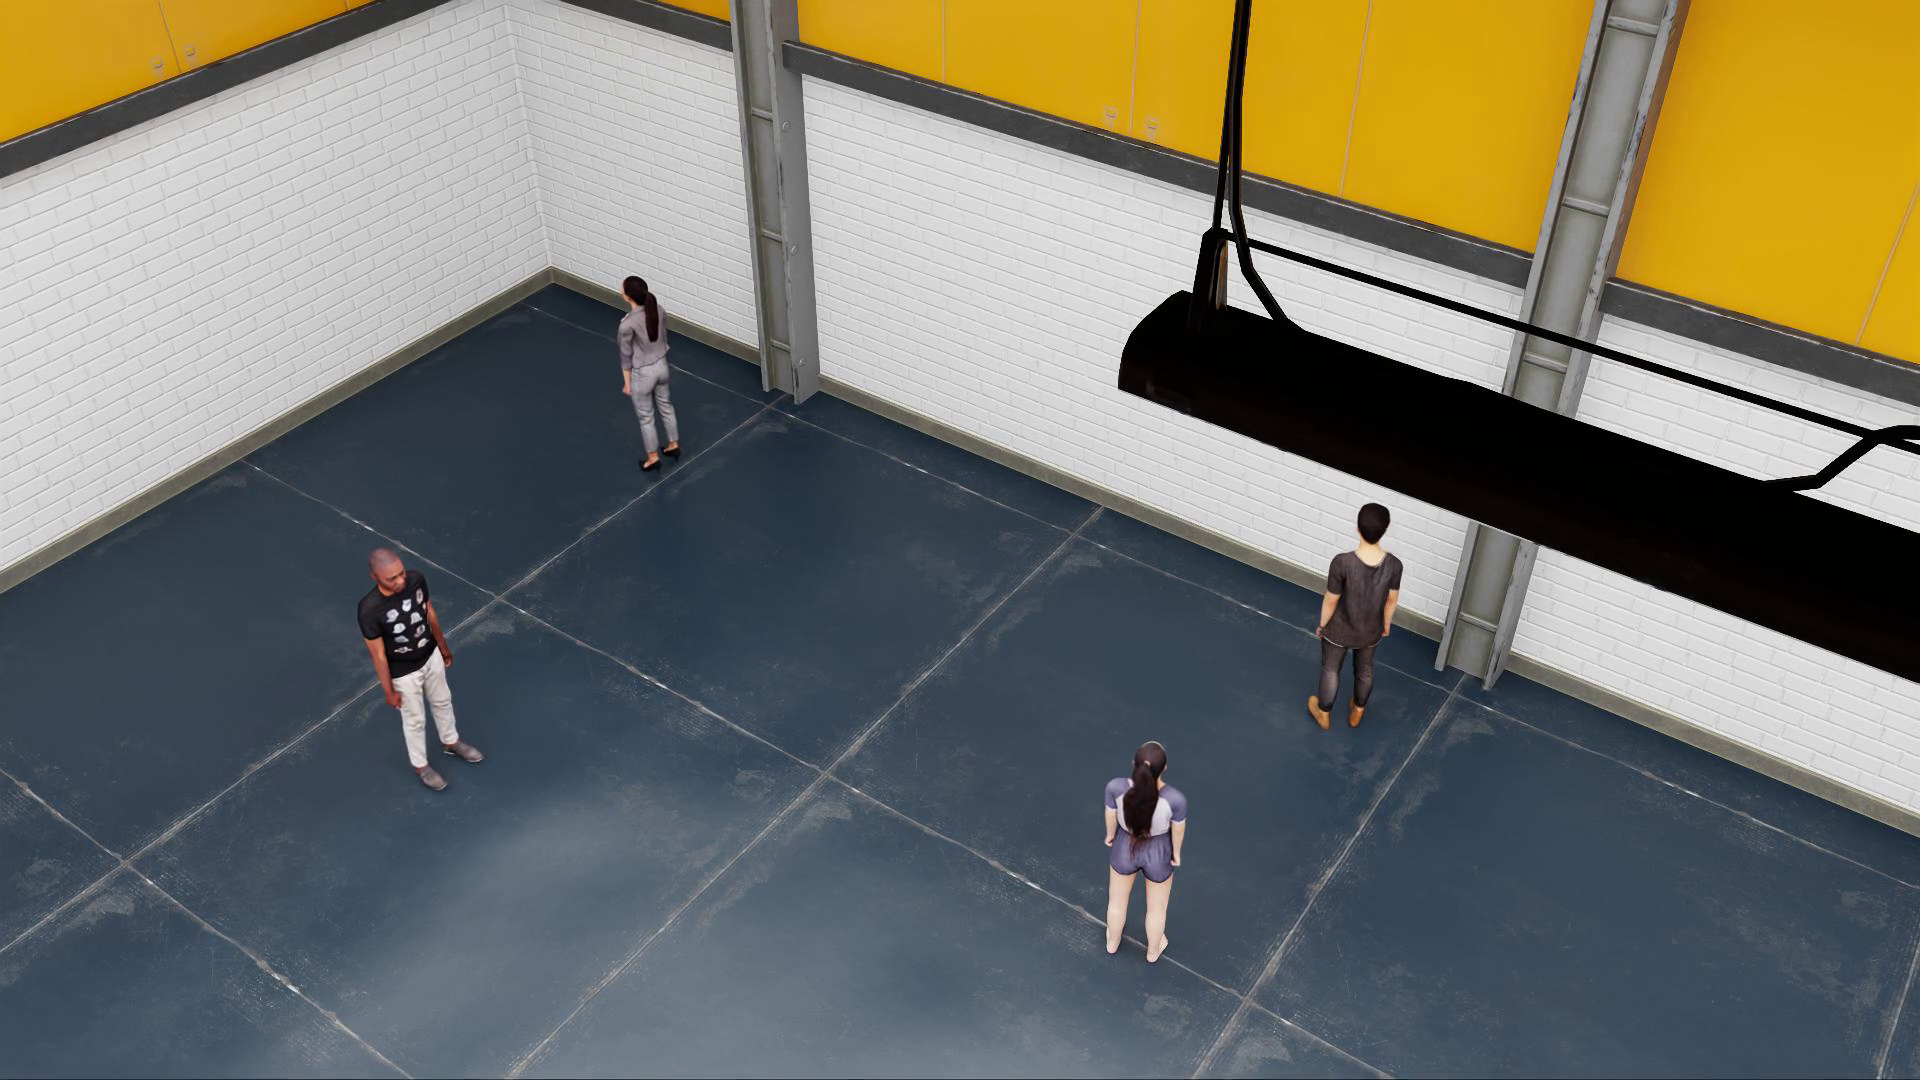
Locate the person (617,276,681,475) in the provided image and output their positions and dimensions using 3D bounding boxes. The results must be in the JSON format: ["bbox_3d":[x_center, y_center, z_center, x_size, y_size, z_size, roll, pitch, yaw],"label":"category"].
[{"bbox_3d":[-2.379,-1.259,12.707,0.561,1.676,0.602,24,45,27],"label":"person"}]

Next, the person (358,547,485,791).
[{"bbox_3d":[-3.336,0.742,10.101,0.616,1.801,0.666,21,43,24],"label":"person"}]

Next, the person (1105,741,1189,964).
[{"bbox_3d":[0.993,1.698,9.028,0.578,1.648,0.718,10,40,13],"label":"person"}]

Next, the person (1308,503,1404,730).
[{"bbox_3d":[2.487,0.503,10.472,0.669,1.712,0.767,0,39,0],"label":"person"}]
